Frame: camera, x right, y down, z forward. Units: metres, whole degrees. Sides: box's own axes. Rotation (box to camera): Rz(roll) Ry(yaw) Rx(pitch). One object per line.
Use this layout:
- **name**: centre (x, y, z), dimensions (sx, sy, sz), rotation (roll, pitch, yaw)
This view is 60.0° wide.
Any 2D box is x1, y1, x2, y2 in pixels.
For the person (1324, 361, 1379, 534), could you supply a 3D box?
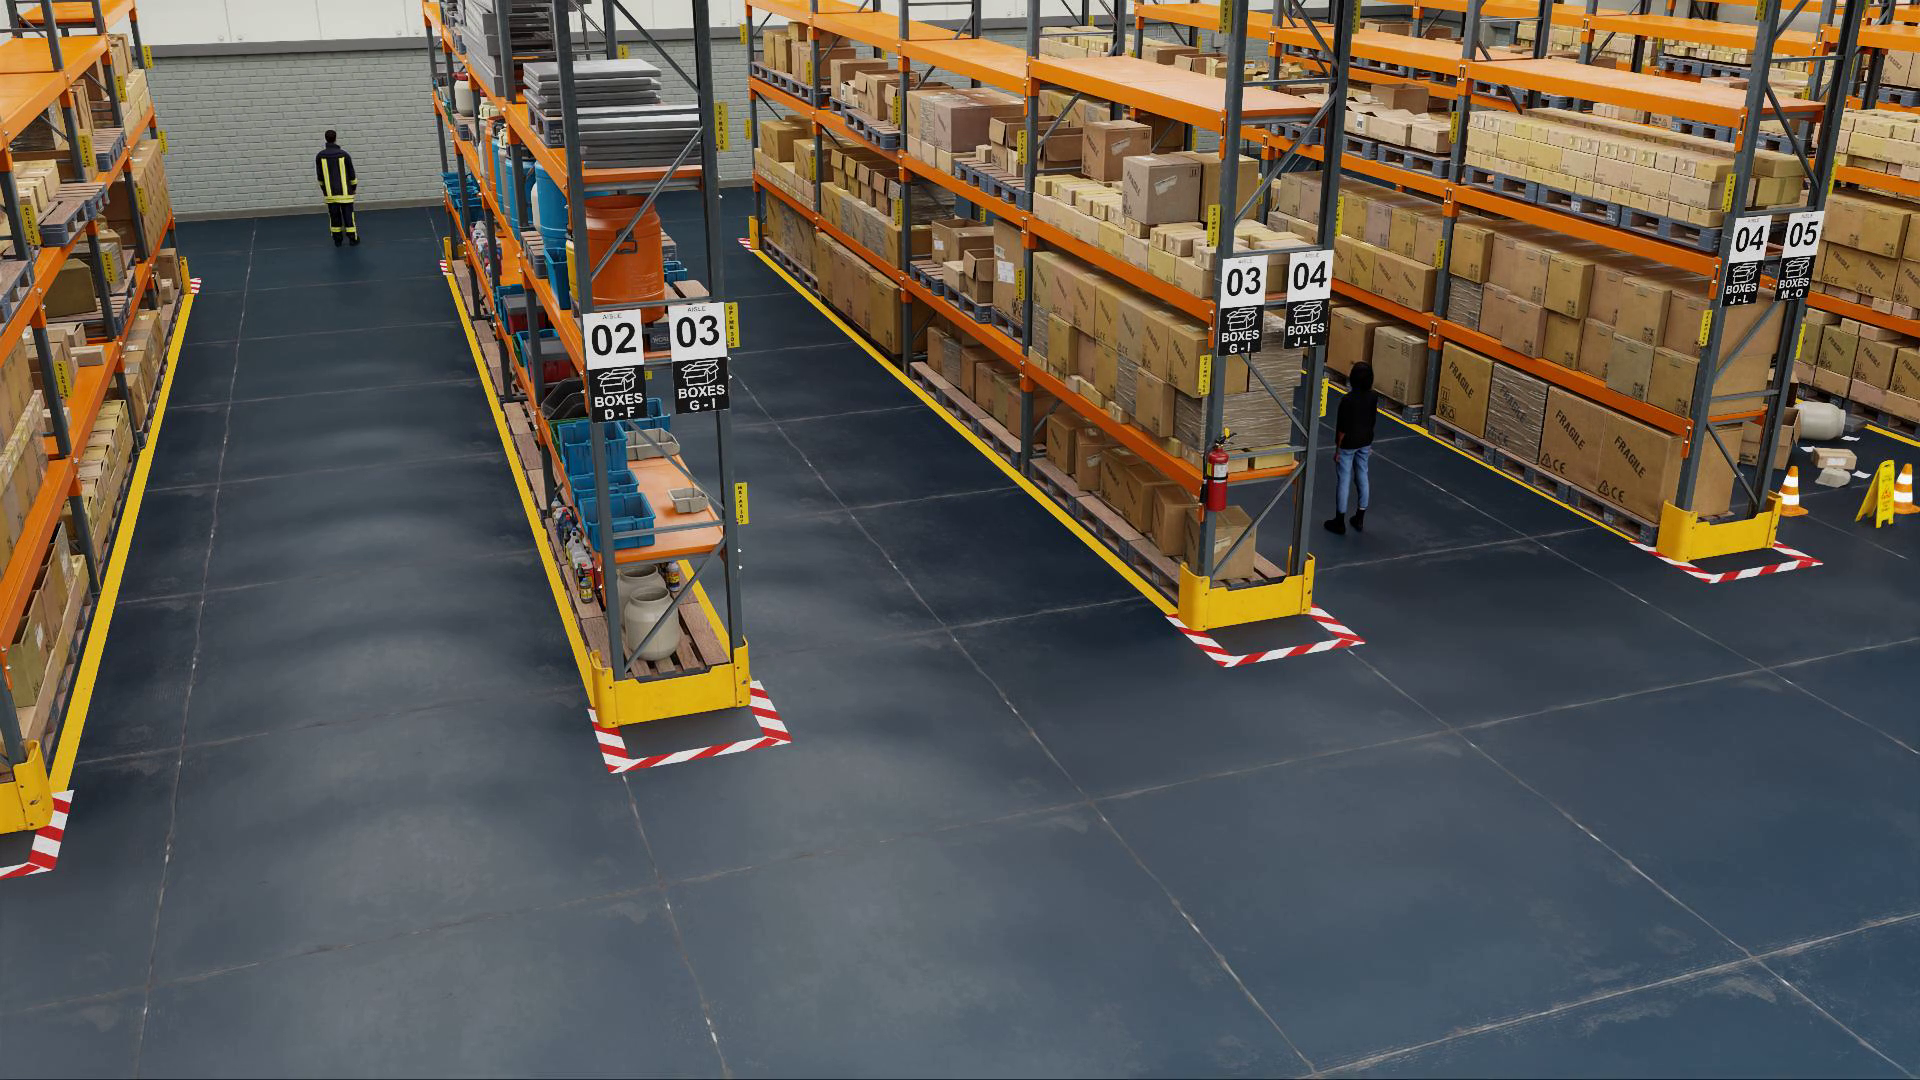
- **person**: centre (3.792, -0.895, 15.988), dimensions (0.554, 1.702, 0.525), rotation (-8, 24, -20)

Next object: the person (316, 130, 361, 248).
- **person**: centre (-10.480, -5.937, 28.017), dimensions (0.812, 1.928, 0.705), rotation (-5, 23, -11)
